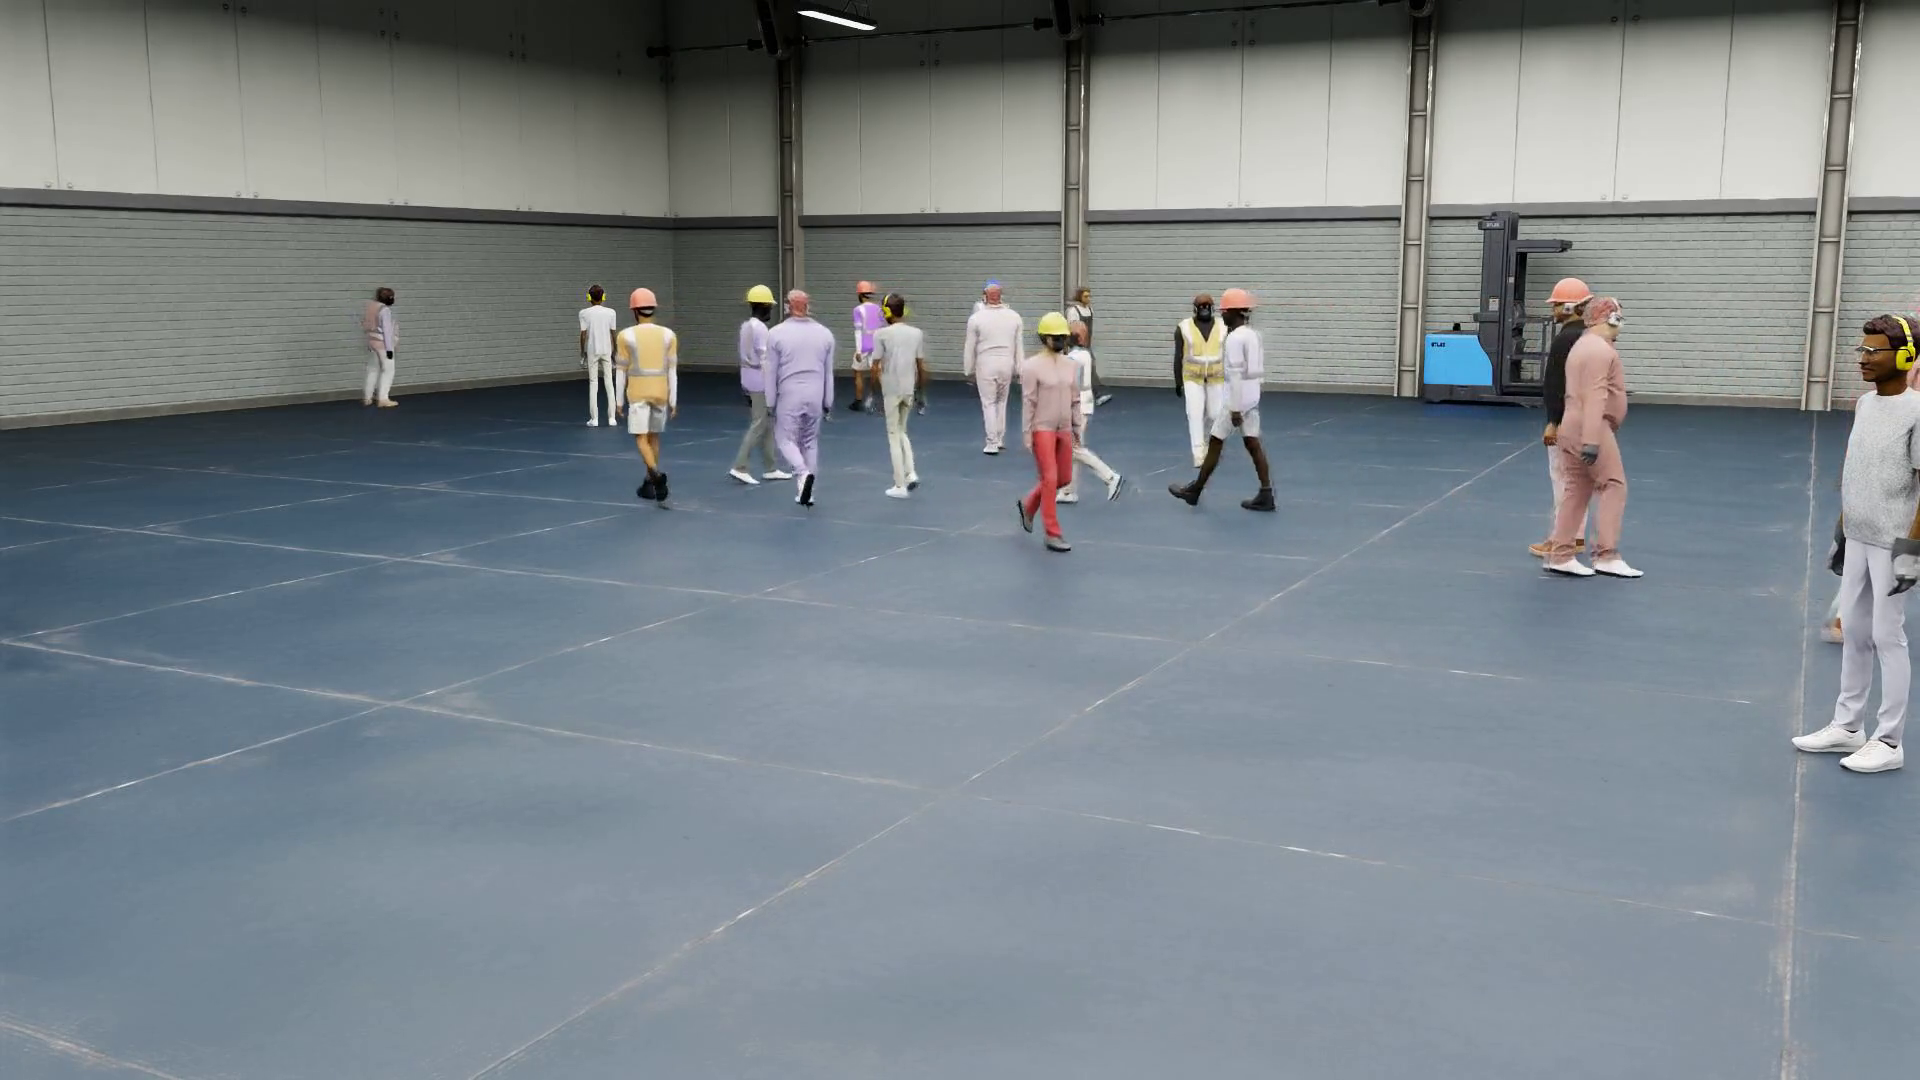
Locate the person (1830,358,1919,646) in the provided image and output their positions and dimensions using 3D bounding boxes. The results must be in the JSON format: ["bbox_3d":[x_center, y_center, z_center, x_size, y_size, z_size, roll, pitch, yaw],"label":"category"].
[{"bbox_3d":[5.326,-0.374,9.053,1.044,1.938,0.645,2,9,14],"label":"person"}]

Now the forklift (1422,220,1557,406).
[{"bbox_3d":[8.245,-3.527,25.720,1.873,2.768,1.129,5,10,27],"label":"forklift"}]

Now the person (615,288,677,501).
[{"bbox_3d":[-2.759,-1.282,14.775,0.547,1.908,0.869,-5,10,-26],"label":"person"}]

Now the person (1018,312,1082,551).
[{"bbox_3d":[0.648,-0.825,12.406,0.538,1.747,0.709,-7,12,-37],"label":"person"}]

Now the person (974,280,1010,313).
[{"bbox_3d":[0.507,-3.234,26.828,0.607,1.902,1.011,0,9,-1],"label":"person"}]

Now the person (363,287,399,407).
[{"bbox_3d":[-8.809,-2.934,25.289,0.523,1.807,0.699,-8,12,-40],"label":"person"}]

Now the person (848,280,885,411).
[{"bbox_3d":[-1.293,-2.820,24.238,0.558,1.915,0.885,-8,12,-42],"label":"person"}]

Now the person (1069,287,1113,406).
[{"bbox_3d":[1.869,-2.903,25.072,0.533,1.789,0.975,-8,12,-40],"label":"person"}]

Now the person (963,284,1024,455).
[{"bbox_3d":[0.331,-1.925,18.750,0.674,1.883,0.751,-3,10,-19],"label":"person"}]

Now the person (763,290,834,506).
[{"bbox_3d":[-1.372,-1.213,14.401,0.648,1.892,0.655,-5,10,-28],"label":"person"}]

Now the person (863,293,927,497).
[{"bbox_3d":[-0.585,-1.315,15.123,0.523,1.848,0.414,-7,11,-36],"label":"person"}]

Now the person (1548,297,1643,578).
[{"bbox_3d":[4.318,-0.686,11.191,0.706,1.870,0.702,1,9,6],"label":"person"}]

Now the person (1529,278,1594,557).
[{"bbox_3d":[4.367,-0.881,11.990,0.391,1.991,0.625,8,12,40],"label":"person"}]

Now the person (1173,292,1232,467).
[{"bbox_3d":[2.561,-1.699,17.568,0.638,1.821,0.636,0,9,0],"label":"person"}]

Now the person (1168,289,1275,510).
[{"bbox_3d":[2.308,-1.210,14.355,0.953,1.883,0.561,6,11,32],"label":"person"}]

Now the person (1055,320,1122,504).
[{"bbox_3d":[1.094,-1.111,14.550,0.659,1.624,0.515,3,10,20],"label":"person"}]

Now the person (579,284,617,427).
[{"bbox_3d":[-4.775,-2.442,22.002,0.511,1.872,0.328,-4,10,-22],"label":"person"}]

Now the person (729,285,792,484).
[{"bbox_3d":[-1.961,-1.507,16.182,0.570,1.942,0.601,-3,10,-17],"label":"person"}]

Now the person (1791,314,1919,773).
[{"bbox_3d":[3.776,0.011,6.875,0.329,1.872,0.511,-1,9,-7],"label":"person"}]
